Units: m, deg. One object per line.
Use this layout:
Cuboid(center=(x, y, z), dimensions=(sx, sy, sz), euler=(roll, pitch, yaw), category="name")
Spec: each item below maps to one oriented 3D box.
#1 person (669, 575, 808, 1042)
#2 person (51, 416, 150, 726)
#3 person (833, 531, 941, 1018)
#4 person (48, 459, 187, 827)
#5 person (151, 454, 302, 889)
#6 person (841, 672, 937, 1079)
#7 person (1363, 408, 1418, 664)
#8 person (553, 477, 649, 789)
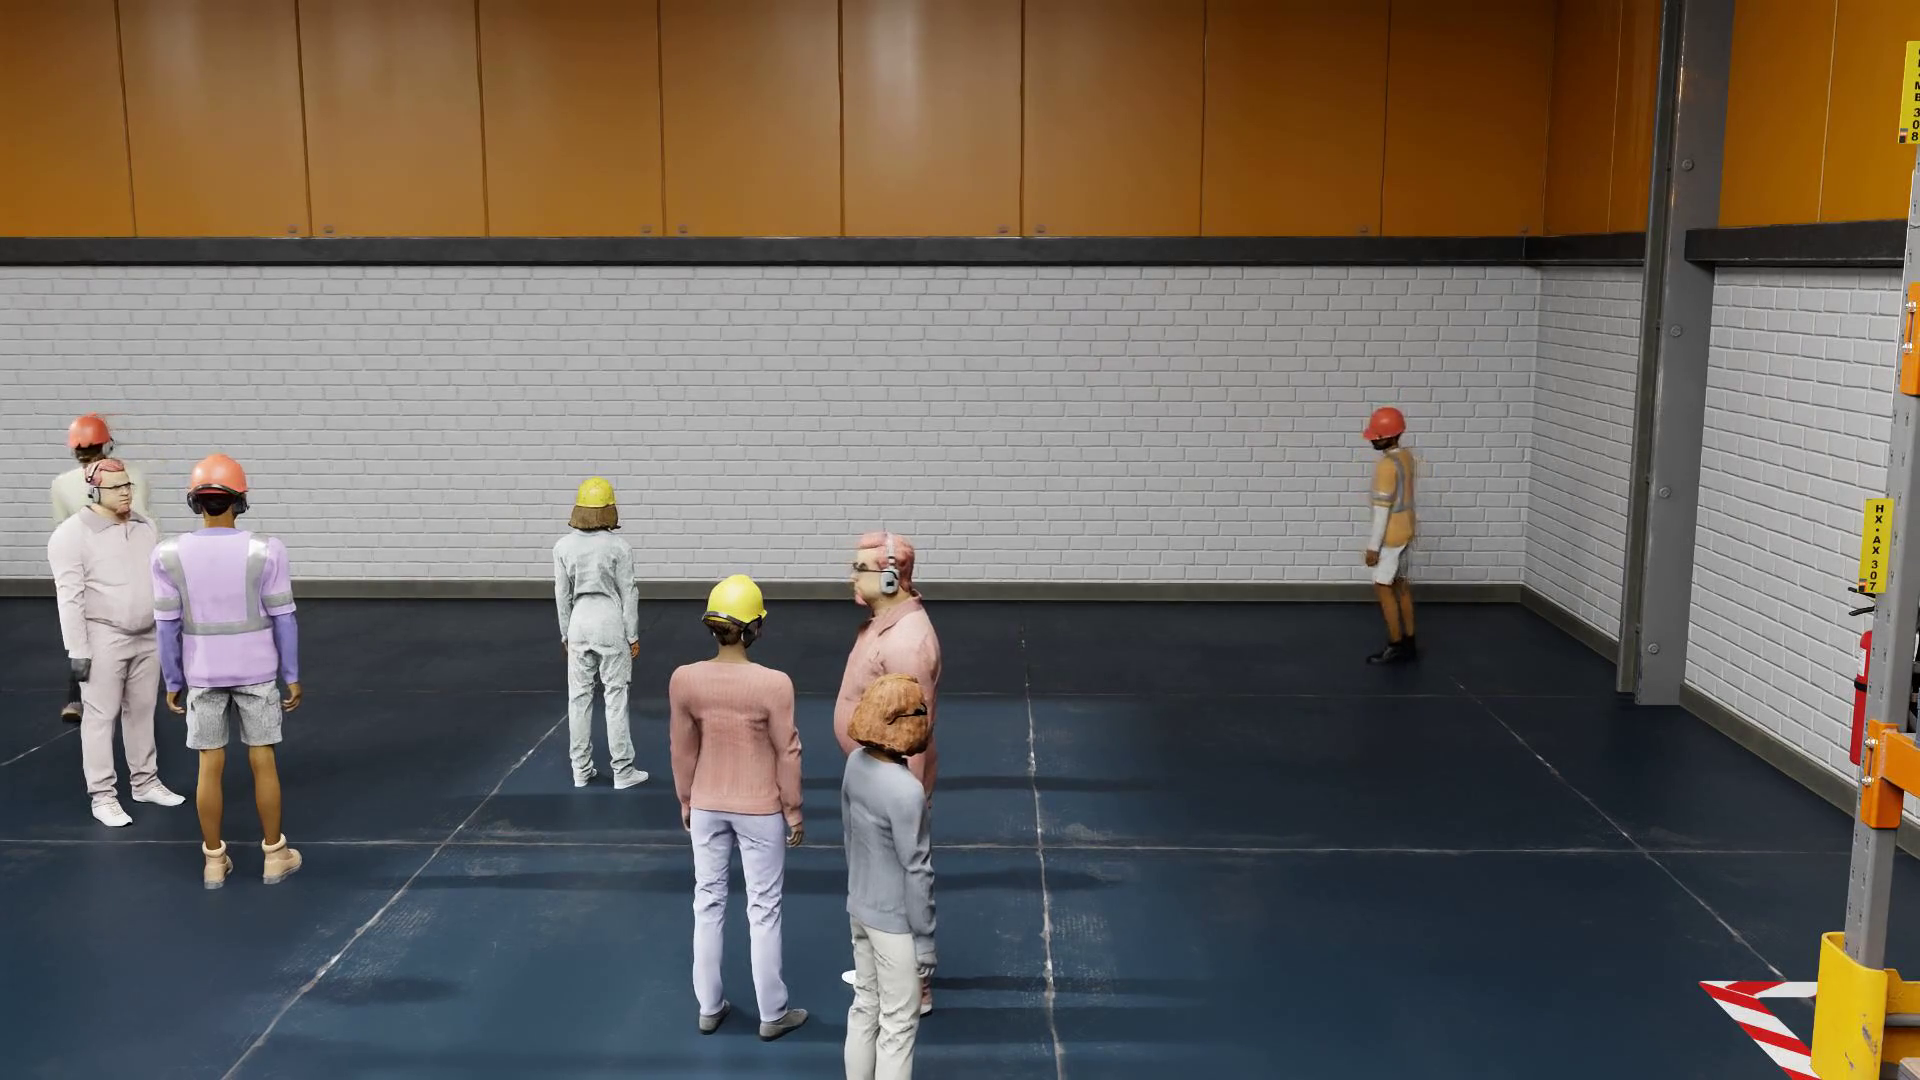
Cuboid(center=(-0.830, 1.006, 6.264), dimensions=(0.524, 1.769, 0.316), euler=(3, 10, 17), category="person")
Cuboid(center=(-5.462, 0.194, 10.591), dimensions=(0.615, 1.946, 0.996), euler=(-2, 10, -12), category="person")
Cuboid(center=(-0.285, 0.907, 6.432), dimensions=(0.402, 1.912, 0.639), euler=(-1, 10, -8), category="person")
Cuboid(center=(-4.398, 0.524, 8.738), dimensions=(0.409, 1.909, 0.641), euler=(3, 10, 20), category="person")
Cuboid(center=(-3.407, 0.615, 7.790), dimensions=(0.614, 2.041, 0.379), euler=(-2, 10, -11), category="person")
Cuboid(center=(-0.214, 1.225, 5.354), dimensions=(0.279, 1.633, 0.501), euler=(-5, 11, -29), category="person")
Cuboid(center=(3.152, -0.030, 12.123), dimensions=(0.376, 1.898, 0.692), euler=(6, 11, 30), category="person")
Cuboid(center=(-2.002, 0.519, 9.257), dimensions=(0.484, 1.744, 0.295), euler=(2, 10, 13), category="person")
